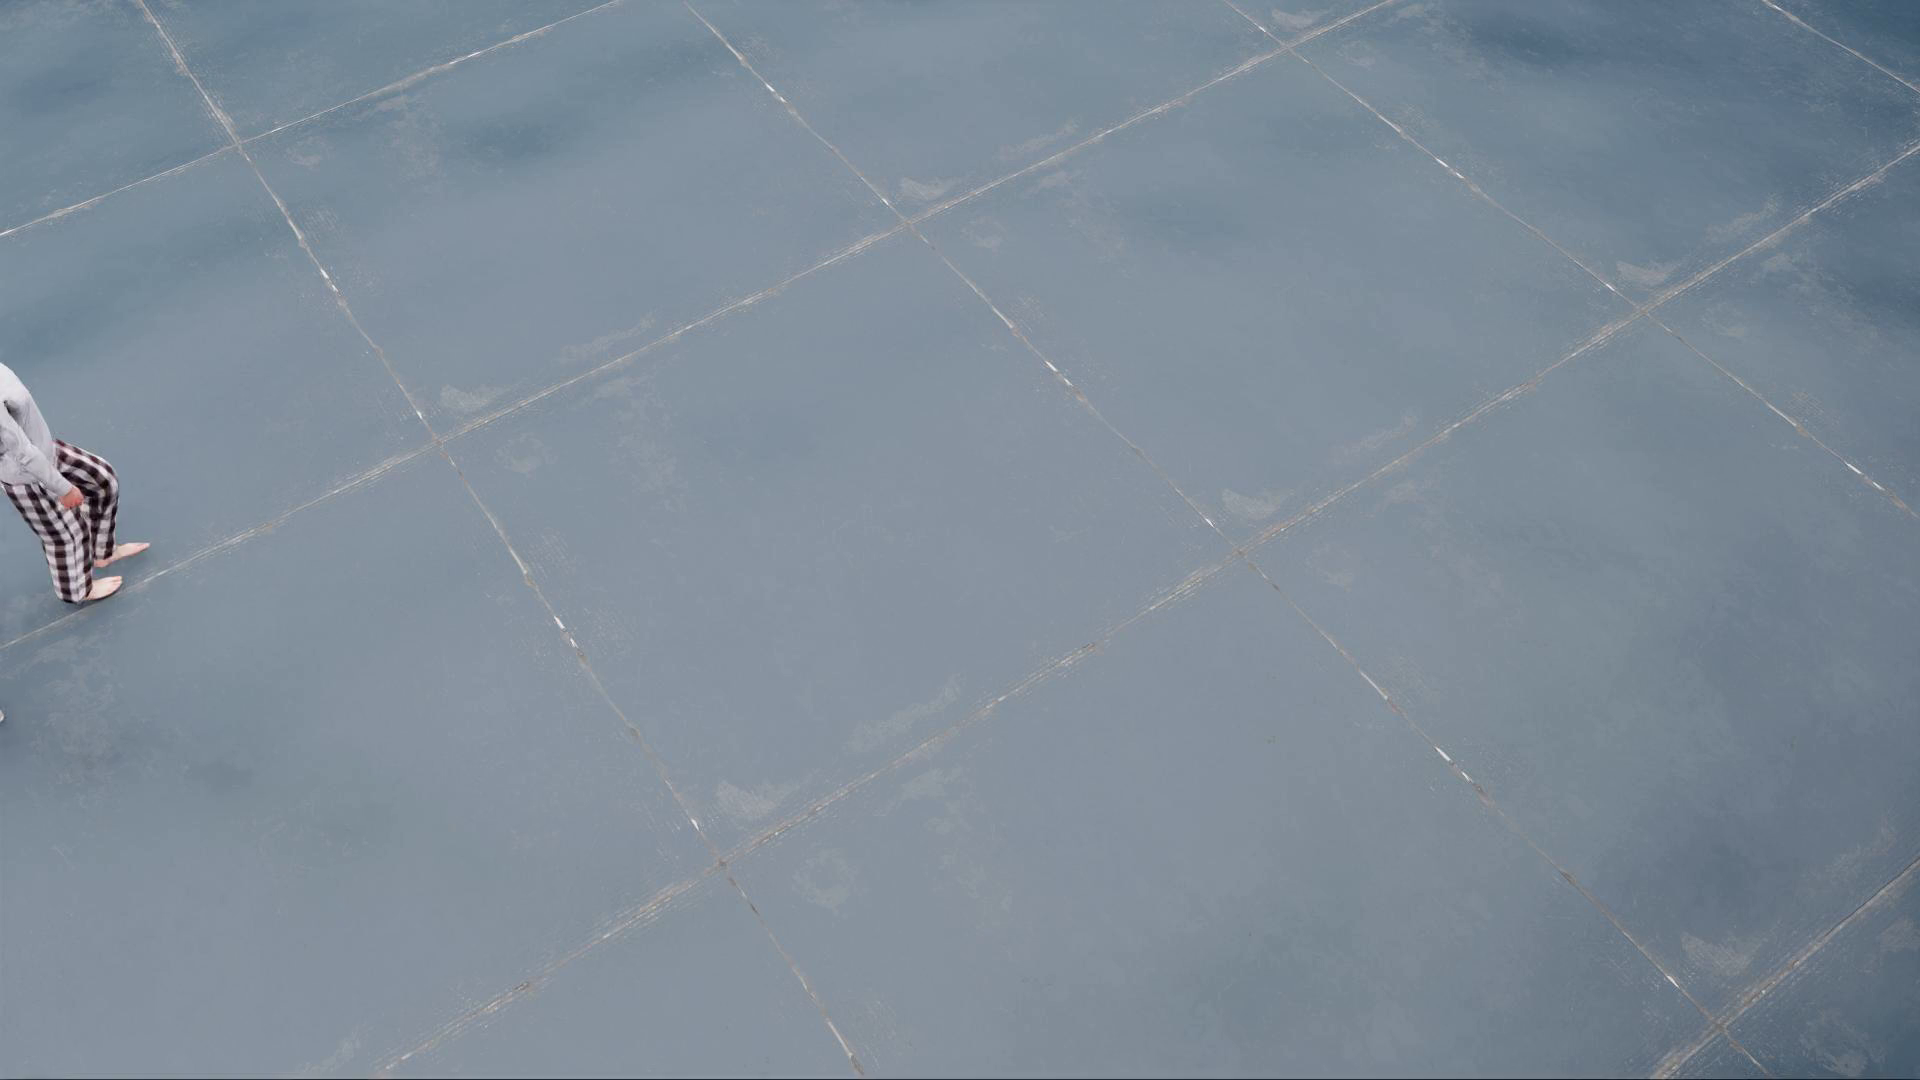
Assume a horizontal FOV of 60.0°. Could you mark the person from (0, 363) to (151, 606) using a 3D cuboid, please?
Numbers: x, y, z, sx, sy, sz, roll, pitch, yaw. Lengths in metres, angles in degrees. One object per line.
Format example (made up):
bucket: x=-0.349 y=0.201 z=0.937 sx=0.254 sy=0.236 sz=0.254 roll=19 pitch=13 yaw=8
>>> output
person: x=-4.288 y=-0.316 z=7.498 sx=0.732 sy=1.833 sz=0.674 roll=-26 pitch=57 yaw=-19
